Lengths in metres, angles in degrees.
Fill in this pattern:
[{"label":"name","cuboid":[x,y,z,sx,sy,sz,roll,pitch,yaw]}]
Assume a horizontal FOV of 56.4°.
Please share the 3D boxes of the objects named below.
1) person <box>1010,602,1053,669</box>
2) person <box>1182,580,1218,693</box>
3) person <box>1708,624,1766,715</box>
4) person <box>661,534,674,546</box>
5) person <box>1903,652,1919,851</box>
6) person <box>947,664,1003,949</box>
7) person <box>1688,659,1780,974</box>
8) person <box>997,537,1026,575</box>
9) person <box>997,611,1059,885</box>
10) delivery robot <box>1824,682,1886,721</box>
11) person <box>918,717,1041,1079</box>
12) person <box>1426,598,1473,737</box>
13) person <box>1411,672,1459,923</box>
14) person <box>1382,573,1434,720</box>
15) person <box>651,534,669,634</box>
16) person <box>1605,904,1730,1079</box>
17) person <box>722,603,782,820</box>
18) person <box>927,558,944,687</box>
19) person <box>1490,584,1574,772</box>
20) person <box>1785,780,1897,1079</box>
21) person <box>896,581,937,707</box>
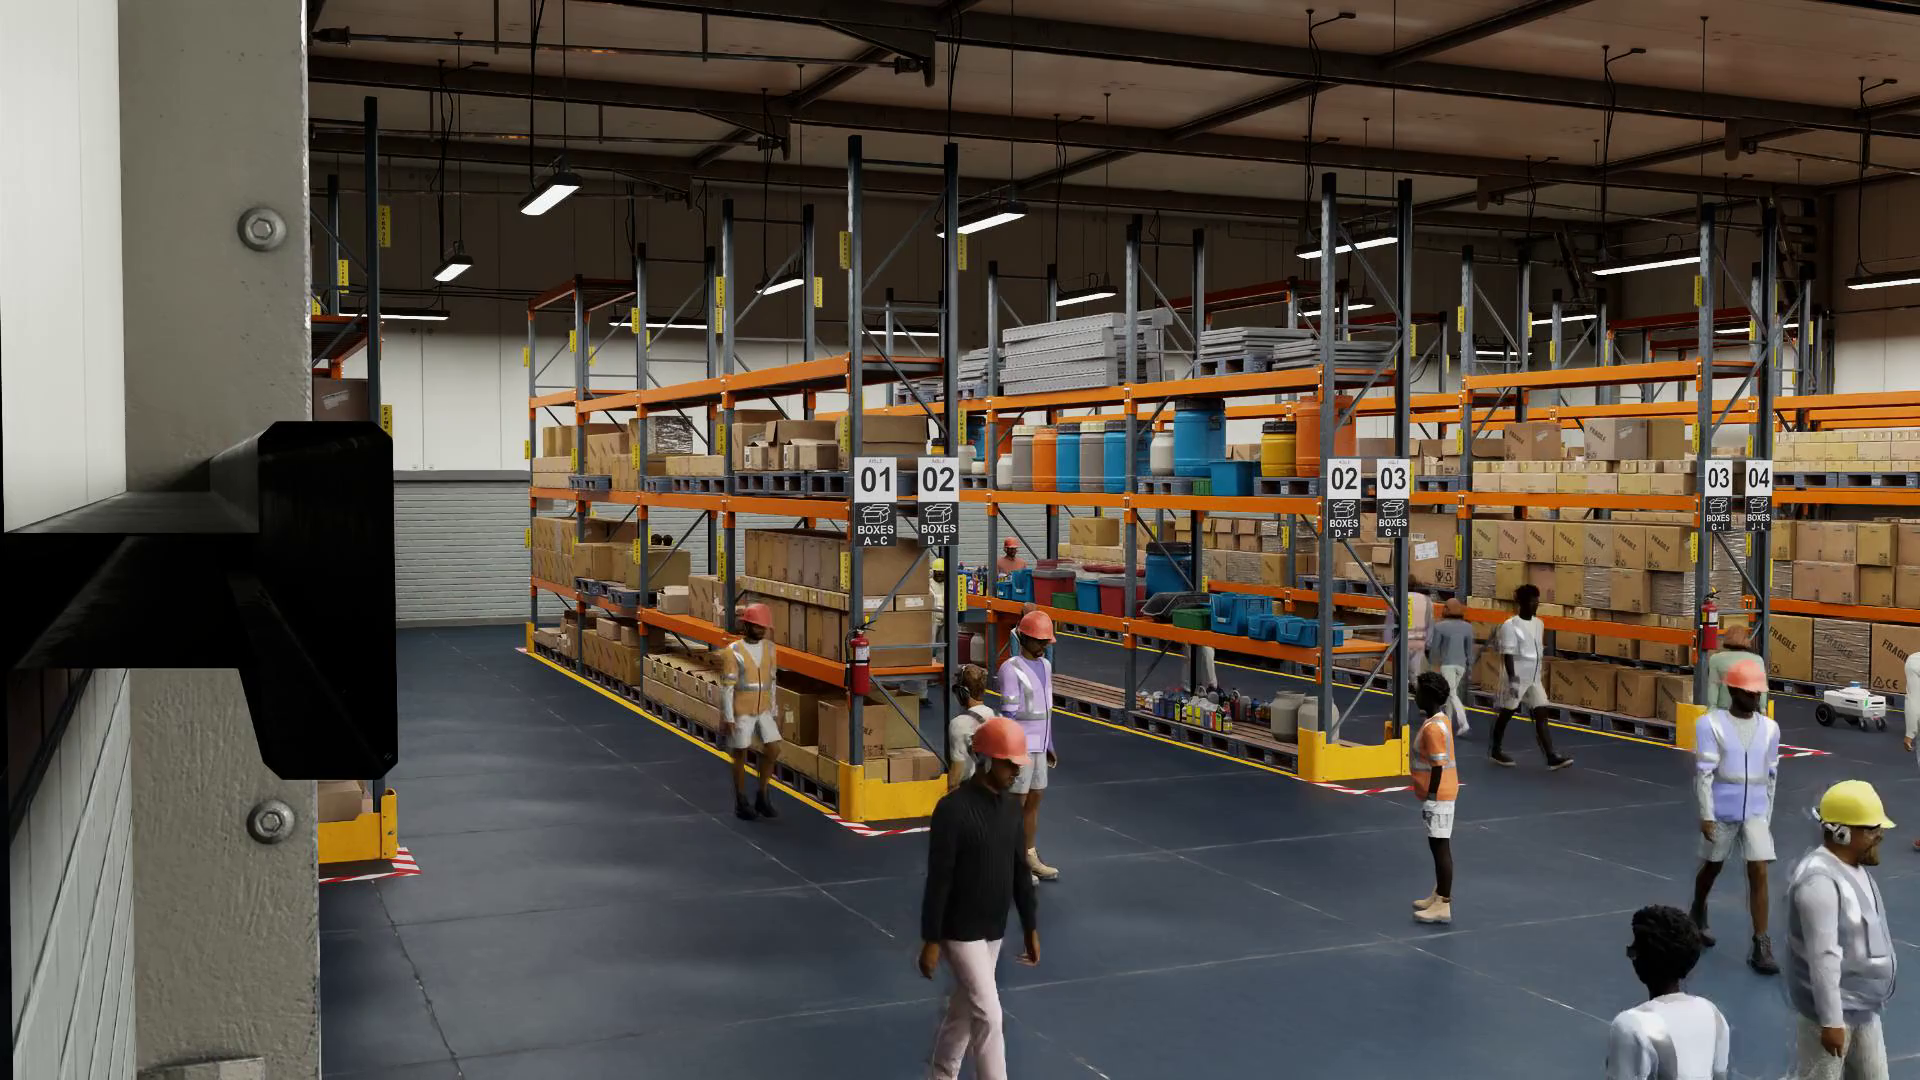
[{"label":"person","cuboid":[0.778,1.499,19.589,0.513,1.642,0.313,-1,2,-19]},{"label":"person","cuboid":[3.291,1.329,24.608,0.510,1.598,0.859,-1,2,-15]},{"label":"person","cuboid":[7.469,1.609,17.260,0.502,1.608,0.804,2,3,36]},{"label":"person","cuboid":[-5.617,0.817,34.433,0.518,1.874,0.330,-1,2,-27]},{"label":"person","cuboid":[7.920,1.554,14.403,0.627,1.934,0.371,0,2,12]},{"label":"person","cuboid":[0.097,1.713,11.488,0.331,1.839,0.502,2,3,38]},{"label":"person","cuboid":[4.905,1.688,11.344,0.541,1.903,0.965,0,2,3]},{"label":"person","cuboid":[0.829,0.942,29.563,0.609,1.995,0.378,-1,2,-23]},{"label":"person","cuboid":[0.541,1.543,13.402,0.390,2.034,0.605,1,3,34]},{"label":"delivery robot","cuboid":[10.701,1.938,21.426,0.477,0.478,0.707,-1,2,-18]},{"label":"person","cuboid":[0.178,1.786,8.109,0.938,1.946,0.630,2,3,35]},{"label":"person","cuboid":[5.759,1.470,20.862,0.502,1.597,0.823,-1,2,-17]},{"label":"person","cuboid":[3.253,1.751,12.285,0.322,1.696,0.536,1,2,18]},{"label":"person","cuboid":[5.519,1.319,22.030,0.641,1.825,0.506,-1,2,-22]},{"label":"person","cuboid":[-5.546,0.846,33.046,0.592,1.917,0.375,2,3,44]},{"label":"person","cuboid":[2.269,2.027,5.749,0.573,1.665,0.782,-2,3,-40]},{"label":"person","cuboid":[-1.800,1.513,15.741,0.578,1.908,0.629,-2,3,-37]},{"label":"person","cuboid":[-0.310,1.173,25.672,0.591,1.829,0.404,-2,3,-39]},{"label":"person","cuboid":[5.834,1.410,18.440,0.627,1.908,1.017,-1,3,-30]},{"label":"person","cuboid":[3.569,1.883,7.433,0.589,1.810,0.790,-2,3,-45]},{"label":"person","cuboid":[-0.569,1.266,23.380,0.604,1.816,0.495,-2,3,-35]}]
